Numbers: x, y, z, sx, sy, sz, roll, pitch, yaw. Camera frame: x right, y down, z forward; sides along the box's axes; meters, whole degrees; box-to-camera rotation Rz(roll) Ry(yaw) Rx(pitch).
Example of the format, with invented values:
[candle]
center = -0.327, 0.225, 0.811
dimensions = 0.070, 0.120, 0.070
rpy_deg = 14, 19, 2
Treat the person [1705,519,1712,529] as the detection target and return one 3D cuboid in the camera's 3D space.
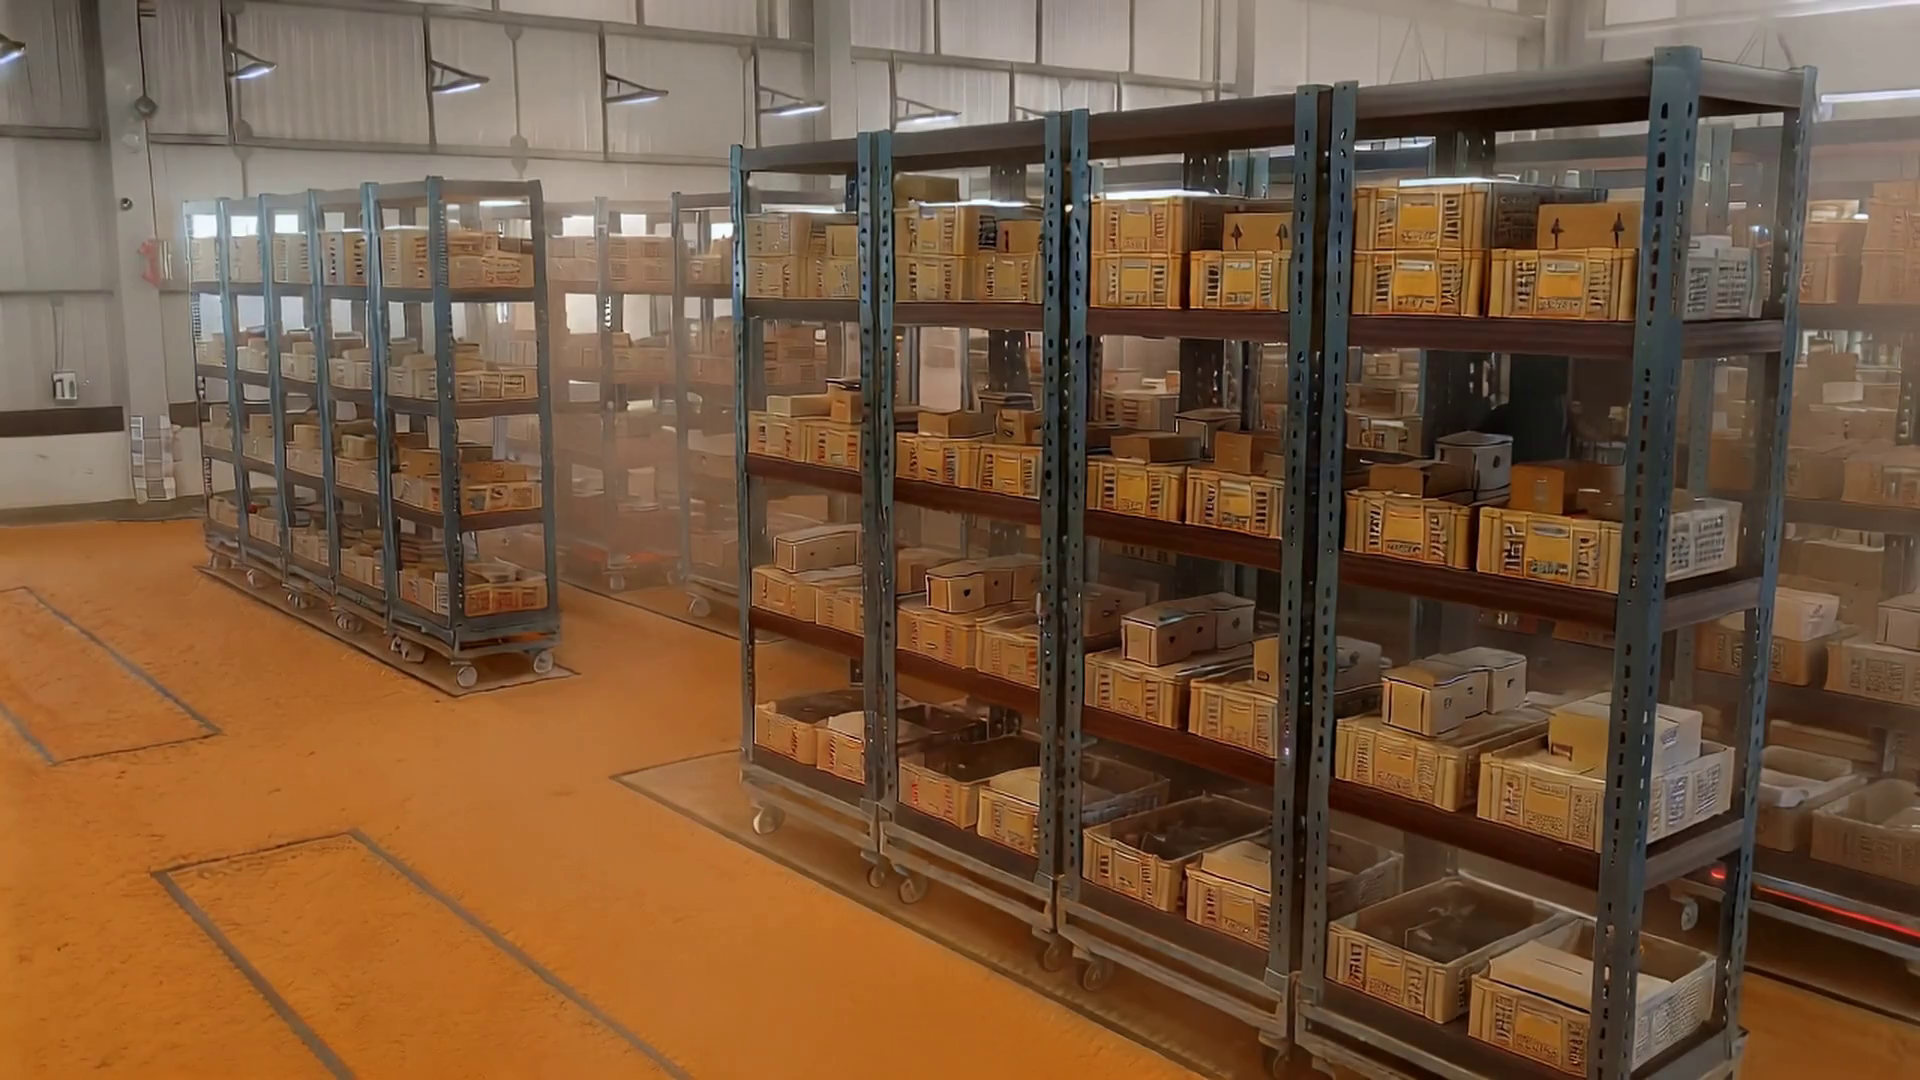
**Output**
[person]
center = 5.204, 0.163, 11.297
dimensions = 0.450, 1.981, 0.652
rpy_deg = 9, 13, 43
